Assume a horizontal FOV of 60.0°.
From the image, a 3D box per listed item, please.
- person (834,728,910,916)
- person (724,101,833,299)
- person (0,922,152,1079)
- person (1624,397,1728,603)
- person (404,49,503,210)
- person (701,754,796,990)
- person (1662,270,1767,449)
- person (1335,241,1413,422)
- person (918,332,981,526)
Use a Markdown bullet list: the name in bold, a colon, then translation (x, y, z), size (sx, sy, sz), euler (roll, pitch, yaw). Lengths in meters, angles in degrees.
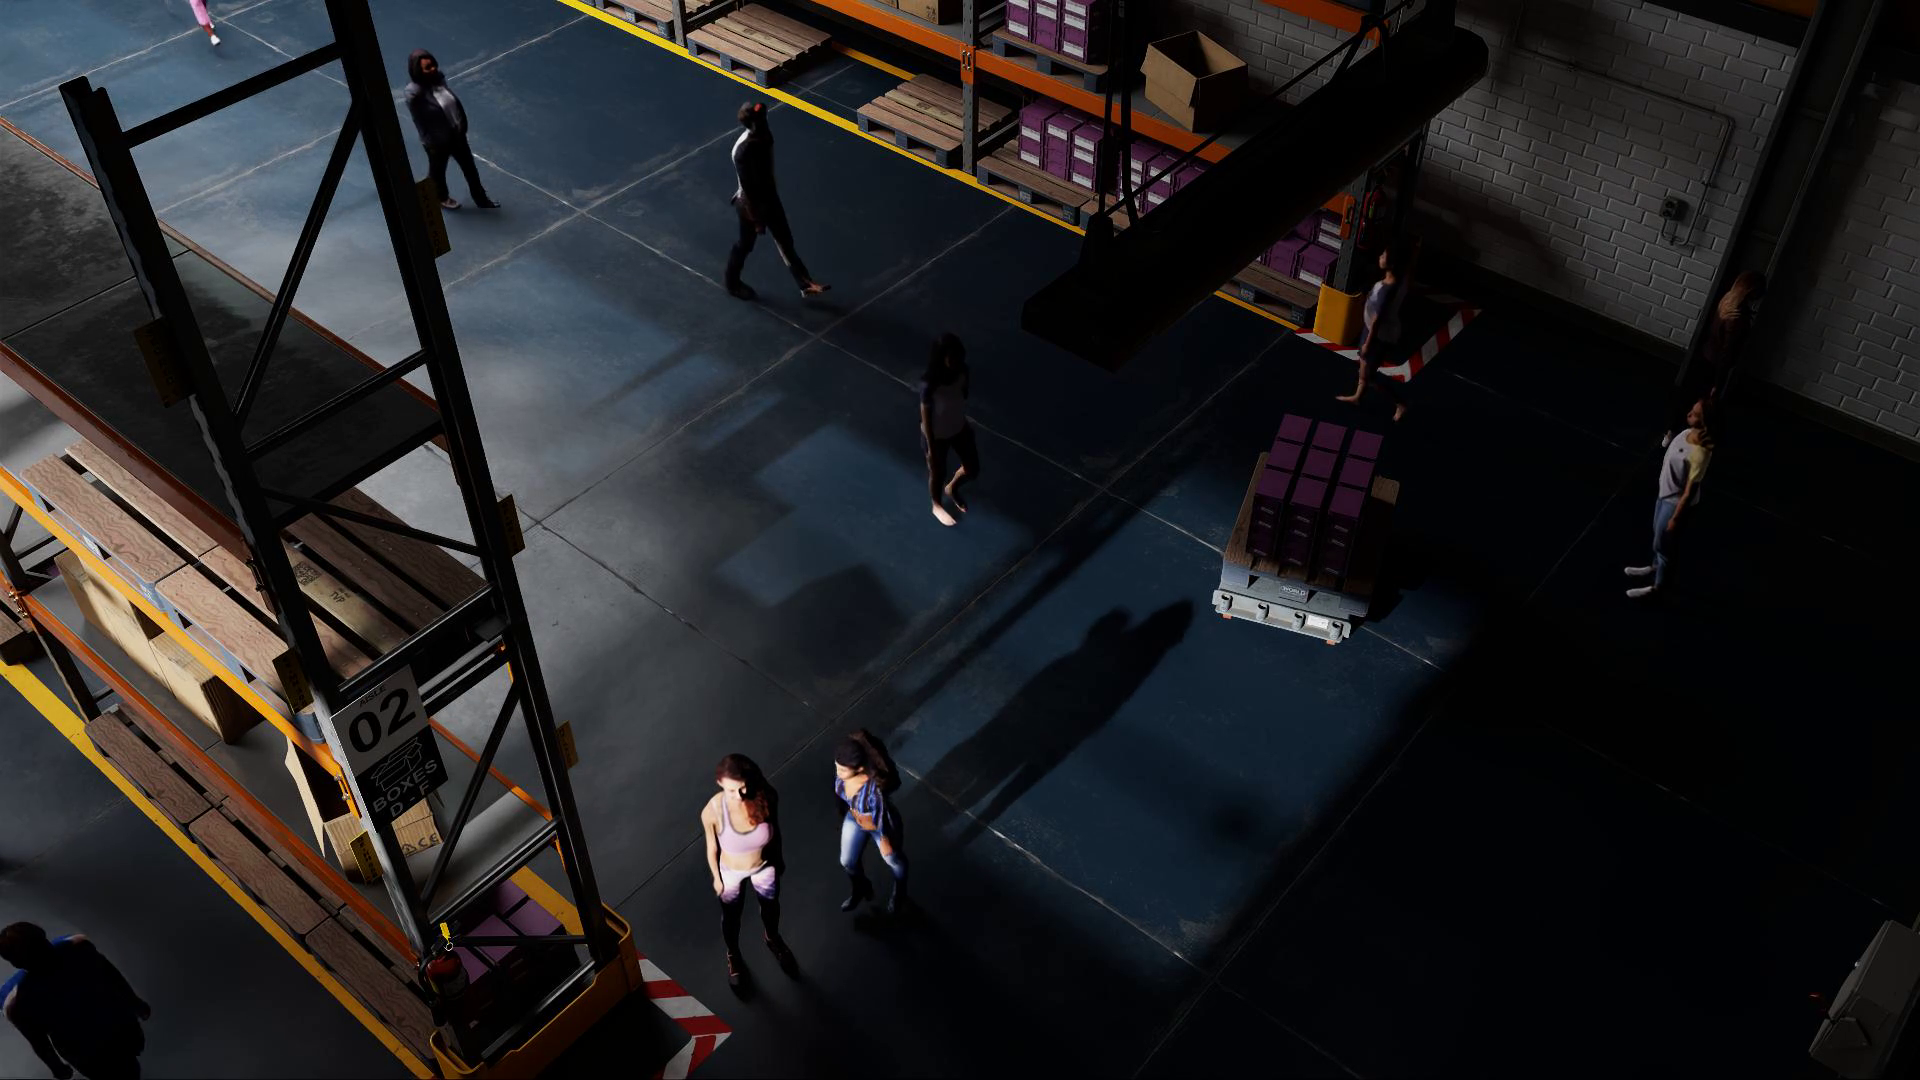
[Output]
- **person**: translation (-0.467, 1.583, 9.405), size (0.535, 1.611, 0.665), euler (28, 50, 26)
- **person**: translation (-1.759, -2.788, 13.828), size (1.283, 1.837, 0.949), euler (16, 46, 17)
- **person**: translation (-4.422, 2.416, 8.358), size (1.204, 1.847, 0.892), euler (16, 46, 17)
- **person**: translation (4.879, -0.274, 11.275), size (0.702, 1.719, 0.707), euler (10, 45, 11)
- **person**: translation (-4.722, -3.661, 14.940), size (0.964, 1.568, 0.820), euler (17, 46, 17)
- **person**: translation (-1.161, 1.783, 9.082), size (0.683, 1.766, 0.684), euler (-16, 46, -16)
- **person**: translation (5.585, -1.289, 12.352), size (0.662, 1.703, 0.678), euler (9, 44, 9)
- **person**: translation (3.291, -1.571, 12.760), size (0.882, 1.547, 0.680), euler (21, 47, 21)
- **person**: translation (-0.149, -0.820, 11.863), size (0.647, 1.697, 0.649), euler (-28, 50, -26)
